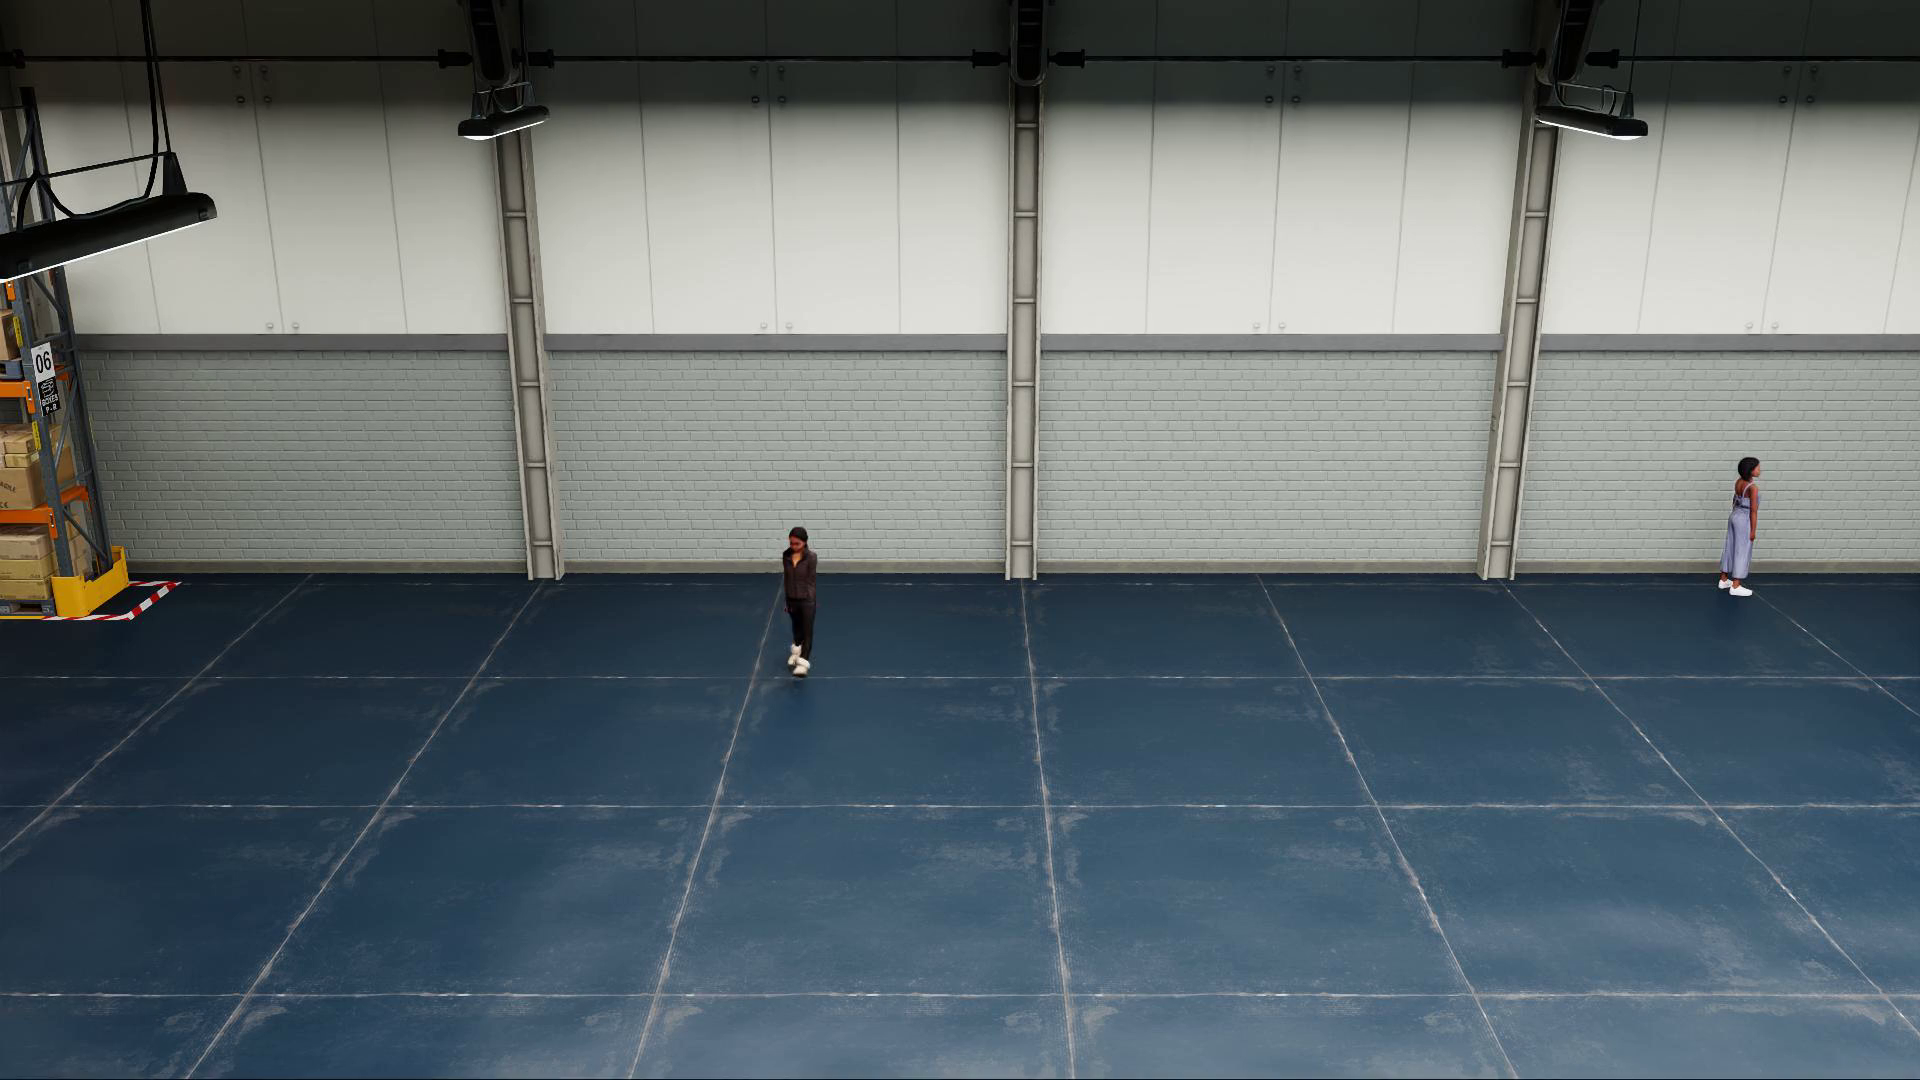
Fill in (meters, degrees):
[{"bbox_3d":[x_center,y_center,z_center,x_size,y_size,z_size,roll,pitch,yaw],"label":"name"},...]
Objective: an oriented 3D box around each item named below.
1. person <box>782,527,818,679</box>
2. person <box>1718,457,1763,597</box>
[{"bbox_3d":[-1.764,0.700,17.649,1.111,1.623,0.907,15,23,38],"label":"person"},{"bbox_3d":[9.523,-0.186,20.249,0.524,1.697,0.594,-2,18,-5],"label":"person"}]
